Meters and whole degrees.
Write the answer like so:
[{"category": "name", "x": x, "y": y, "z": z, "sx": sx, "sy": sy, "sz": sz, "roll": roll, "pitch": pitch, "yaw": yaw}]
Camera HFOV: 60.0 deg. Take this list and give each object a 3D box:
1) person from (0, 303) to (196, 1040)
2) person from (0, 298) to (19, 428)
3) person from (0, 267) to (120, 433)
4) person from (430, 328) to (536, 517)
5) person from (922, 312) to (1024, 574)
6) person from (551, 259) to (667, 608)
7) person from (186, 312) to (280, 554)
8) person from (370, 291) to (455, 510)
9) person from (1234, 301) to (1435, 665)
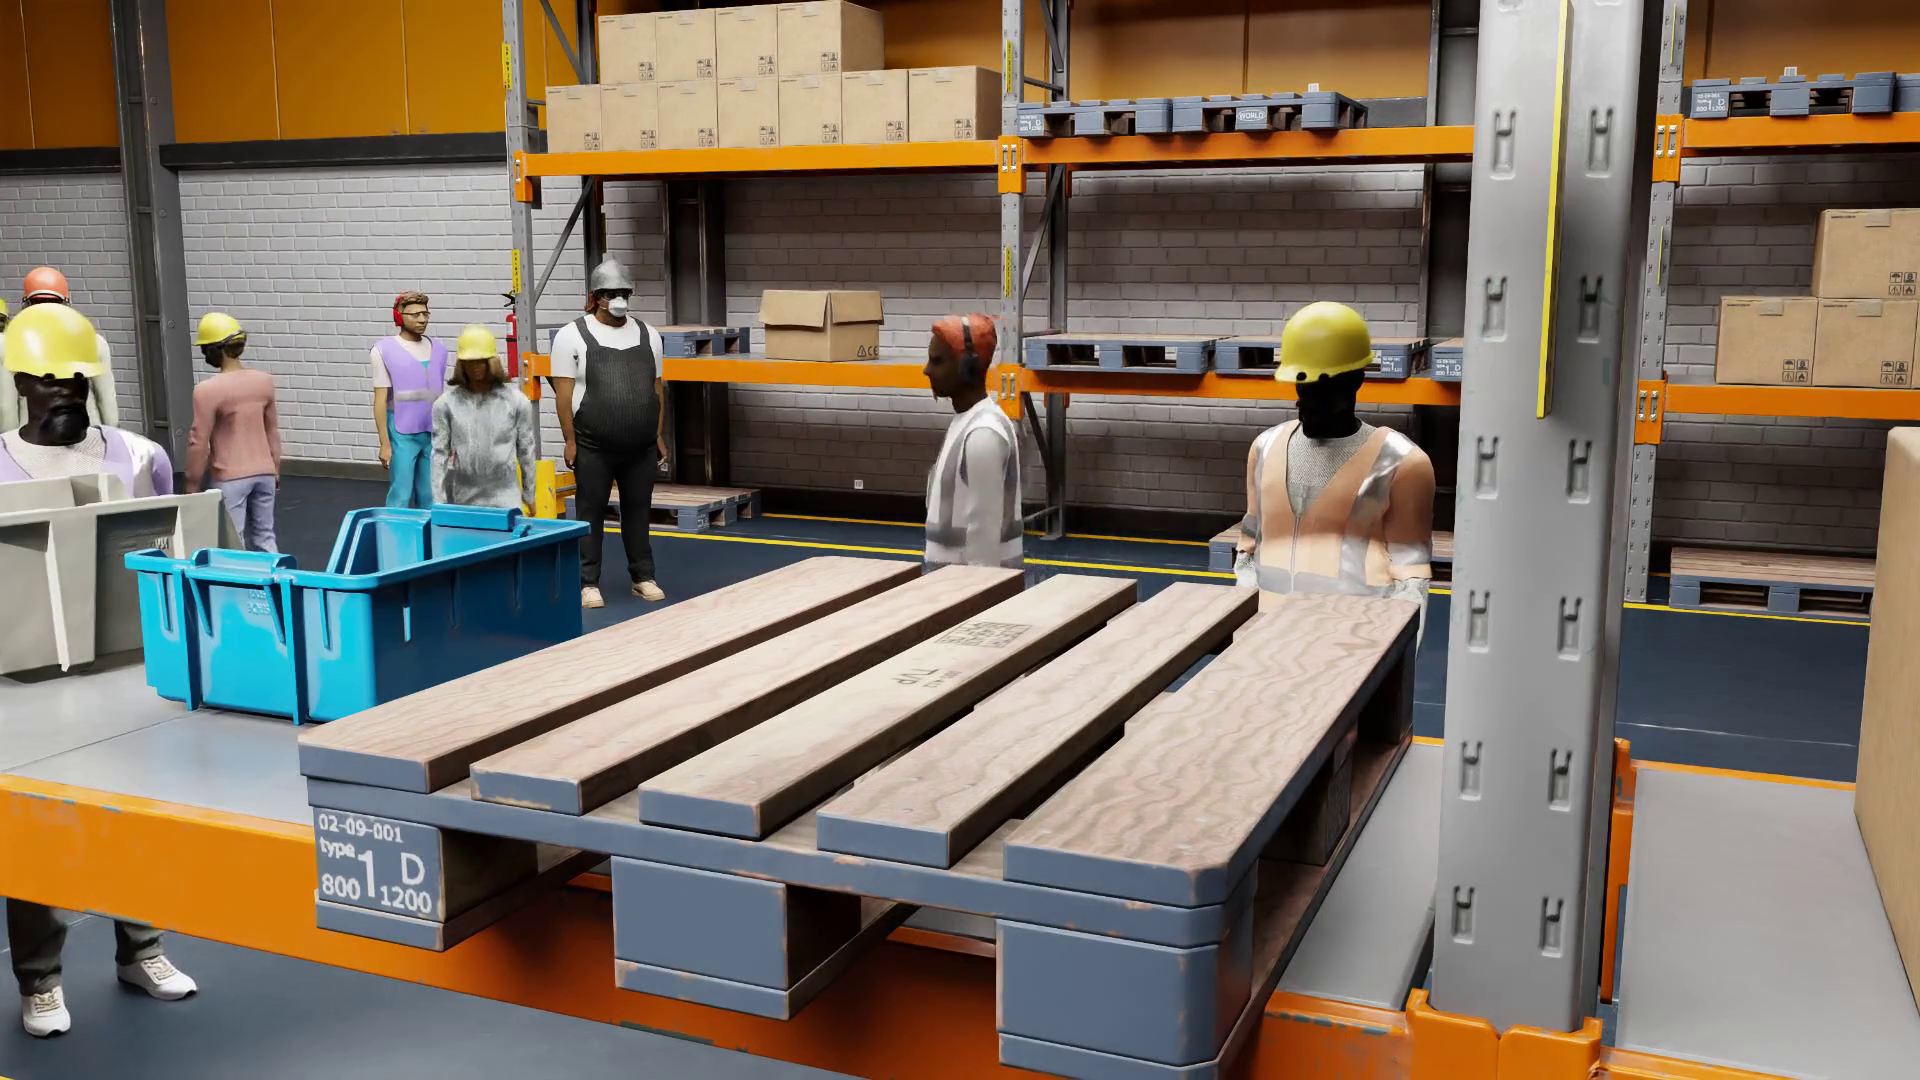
[{"category": "person", "x": -2.326, "y": 0.344, "z": 4.374, "sx": 0.589, "sy": 1.919, "sz": 0.394, "roll": -9, "pitch": 13, "yaw": -43}, {"category": "person", "x": -6.787, "y": -0.838, "z": 11.768, "sx": 0.726, "sy": 1.814, "sz": 0.597, "roll": 6, "pitch": 11, "yaw": 31}, {"category": "person", "x": -5.081, "y": -0.533, "z": 9.400, "sx": 0.610, "sy": 1.995, "sz": 0.375, "roll": -6, "pitch": 11, "yaw": -33}, {"category": "person", "x": -2.401, "y": -0.211, "z": 8.376, "sx": 0.502, "sy": 1.689, "sz": 0.908, "roll": -1, "pitch": 10, "yaw": -7}, {"category": "person", "x": 0.094, "y": 0.181, "z": 5.514, "sx": 0.660, "sy": 1.865, "sz": 0.582, "roll": 0, "pitch": 9, "yaw": -3}, {"category": "person", "x": -2.019, "y": -0.625, "z": 9.818, "sx": 0.682, "sy": 2.000, "sz": 0.537, "roll": -6, "pitch": 11, "yaw": -34}, {"category": "person", "x": -3.872, "y": -0.332, "z": 8.907, "sx": 0.335, "sy": 1.761, "sz": 0.544, "roll": 4, "pitch": 10, "yaw": 23}, {"category": "person", "x": -3.460, "y": -0.643, "z": 10.513, "sx": 0.373, "sy": 1.840, "sz": 0.570, "roll": 5, "pitch": 11, "yaw": 29}, {"category": "person", "x": 0.969, "y": 0.324, "z": 4.488, "sx": 0.372, "sy": 1.922, "sz": 0.585, "roll": -9, "pitch": 13, "yaw": -43}]
